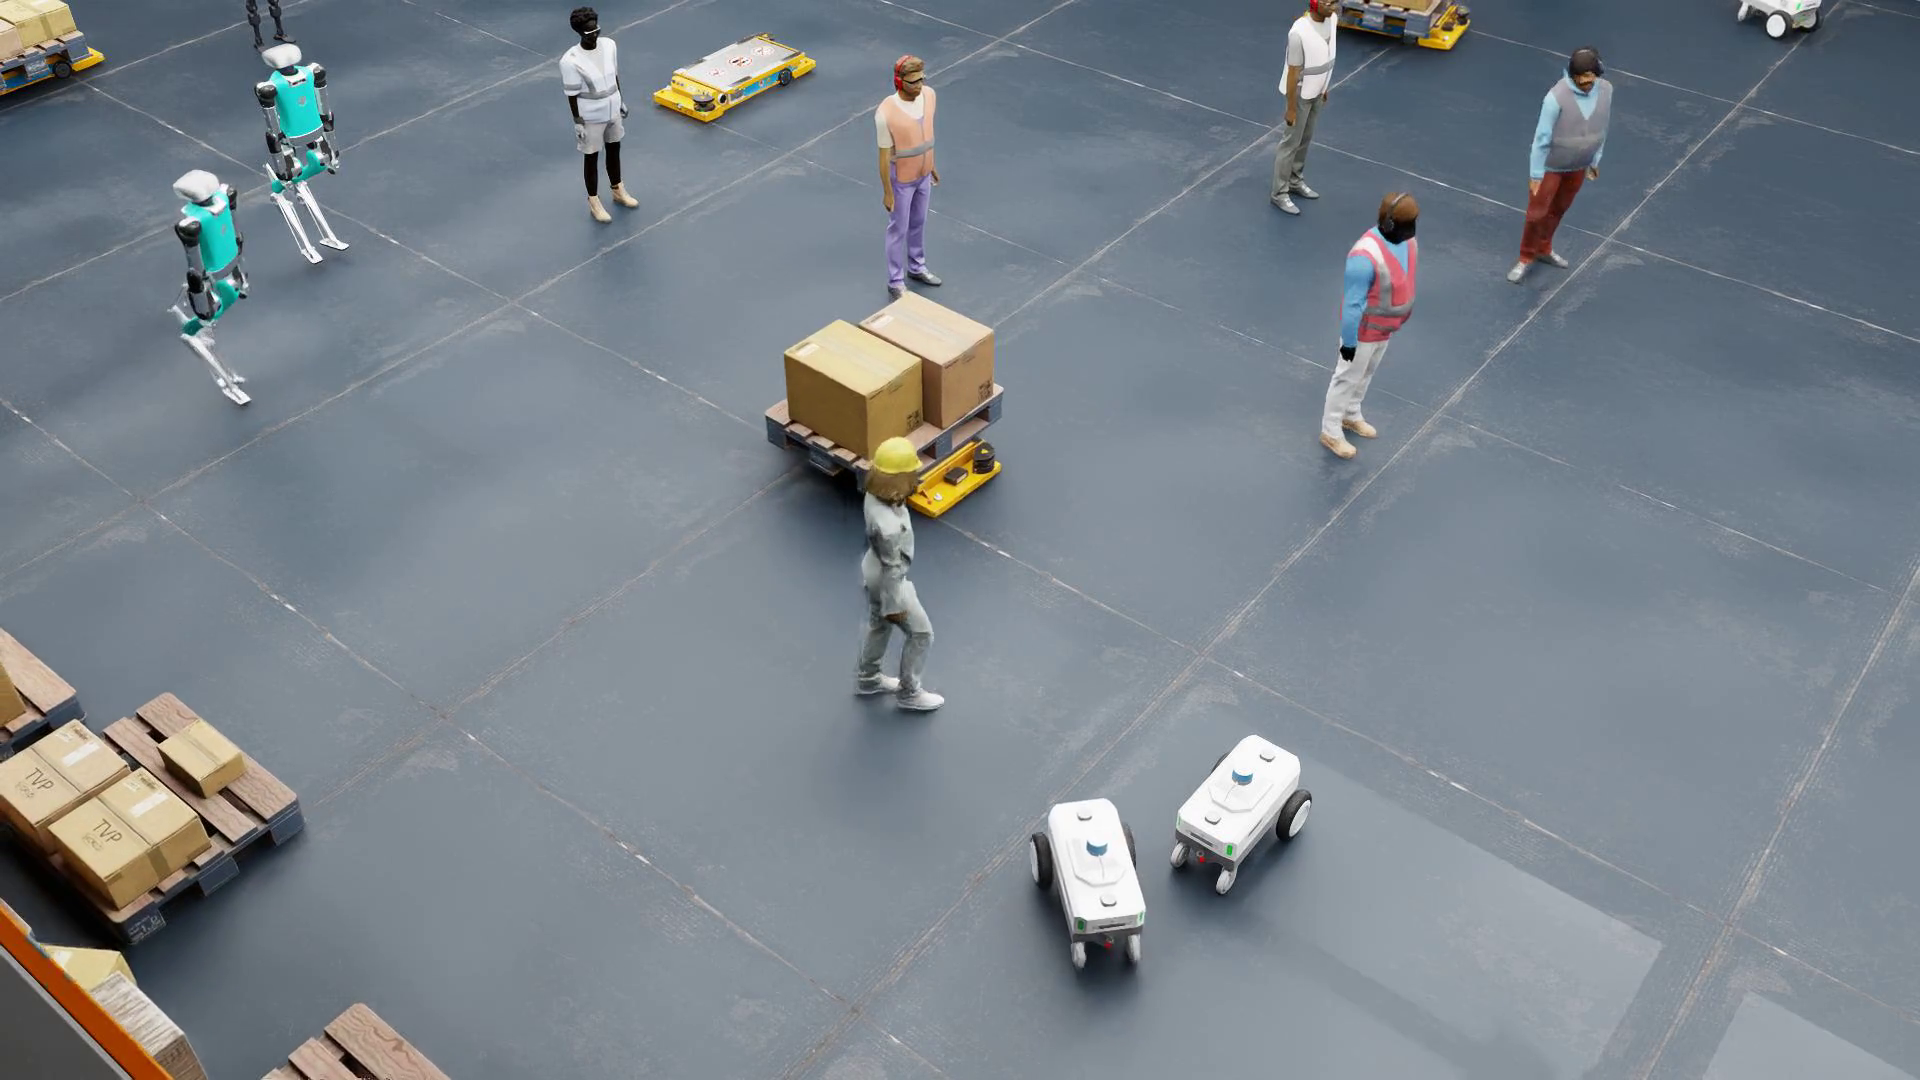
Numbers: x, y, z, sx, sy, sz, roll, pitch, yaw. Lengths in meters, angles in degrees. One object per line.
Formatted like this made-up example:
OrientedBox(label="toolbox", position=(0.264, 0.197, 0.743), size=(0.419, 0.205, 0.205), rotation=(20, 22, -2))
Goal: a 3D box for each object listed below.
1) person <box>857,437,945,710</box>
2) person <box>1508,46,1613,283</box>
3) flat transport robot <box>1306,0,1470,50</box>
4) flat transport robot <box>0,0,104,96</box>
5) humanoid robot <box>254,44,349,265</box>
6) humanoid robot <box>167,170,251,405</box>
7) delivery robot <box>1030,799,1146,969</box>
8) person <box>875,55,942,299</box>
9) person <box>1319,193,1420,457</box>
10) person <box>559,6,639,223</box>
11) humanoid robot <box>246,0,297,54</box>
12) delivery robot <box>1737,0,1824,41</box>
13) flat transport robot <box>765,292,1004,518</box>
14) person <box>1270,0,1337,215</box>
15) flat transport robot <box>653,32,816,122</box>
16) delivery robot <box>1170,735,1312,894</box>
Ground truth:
OrientedBox(label="person", position=(-0.321, 0.186, 8.732), size=(0.545, 1.714, 0.512), rotation=(-6, 41, -8))
OrientedBox(label="person", position=(4.383, -2.737, 12.081), size=(0.626, 1.852, 0.422), rotation=(-10, 41, -12))
OrientedBox(label="flat transport robot", position=(4.121, -5.051, 16.020), size=(1.431, 0.231, 0.659), rotation=(20, 44, 22))
OrientedBox(label="flat transport robot", position=(-8.634, -4.281, 15.114), size=(0.659, 0.231, 1.431), rotation=(27, 47, 28))
OrientedBox(label="humanoid robot", position=(-4.919, -2.881, 12.231), size=(0.735, 1.677, 0.533), rotation=(27, 47, 28))
OrientedBox(label="humanoid robot", position=(-4.976, -1.604, 10.856), size=(0.827, 1.800, 0.560), rotation=(8, 41, 9))
OrientedBox(label="delivery robot", position=(0.639, 1.600, 7.972), size=(0.499, 0.591, 0.768), rotation=(-6, 41, -7))
OrientedBox(label="person", position=(-0.375, -2.602, 11.921), size=(0.377, 1.843, 0.569), rotation=(27, 47, 28))
OrientedBox(label="person", position=(2.604, -1.360, 10.476), size=(0.433, 1.835, 0.638), rotation=(29, 48, 30))
OrientedBox(label="person", position=(-2.789, -3.297, 12.852), size=(0.315, 1.695, 0.540), rotation=(27, 47, 28))
OrientedBox(label="humanoid robot", position=(-6.474, -5.341, 15.263), size=(0.315, 1.657, 0.599), rotation=(27, 47, 28))
OrientedBox(label="delivery robot", position=(7.869, -5.142, 15.921), size=(0.504, 0.613, 0.785), rotation=(-18, 44, -20))
OrientedBox(label="flat transport robot", position=(-0.485, -0.645, 10.837), size=(1.431, 0.231, 0.659), rotation=(29, 48, 30))
OrientedBox(label="person", position=(2.680, -3.461, 12.932), size=(0.377, 1.843, 0.569), rotation=(27, 47, 28))
OrientedBox(label="flat transport robot", position=(-2.024, -4.187, 15.003), size=(0.659, 0.231, 1.431), rotation=(27, 47, 28))
OrientedBox(label="delivery robot", position=(1.383, 1.322, 8.280), size=(0.499, 0.566, 0.739), rotation=(27, 47, 28))
